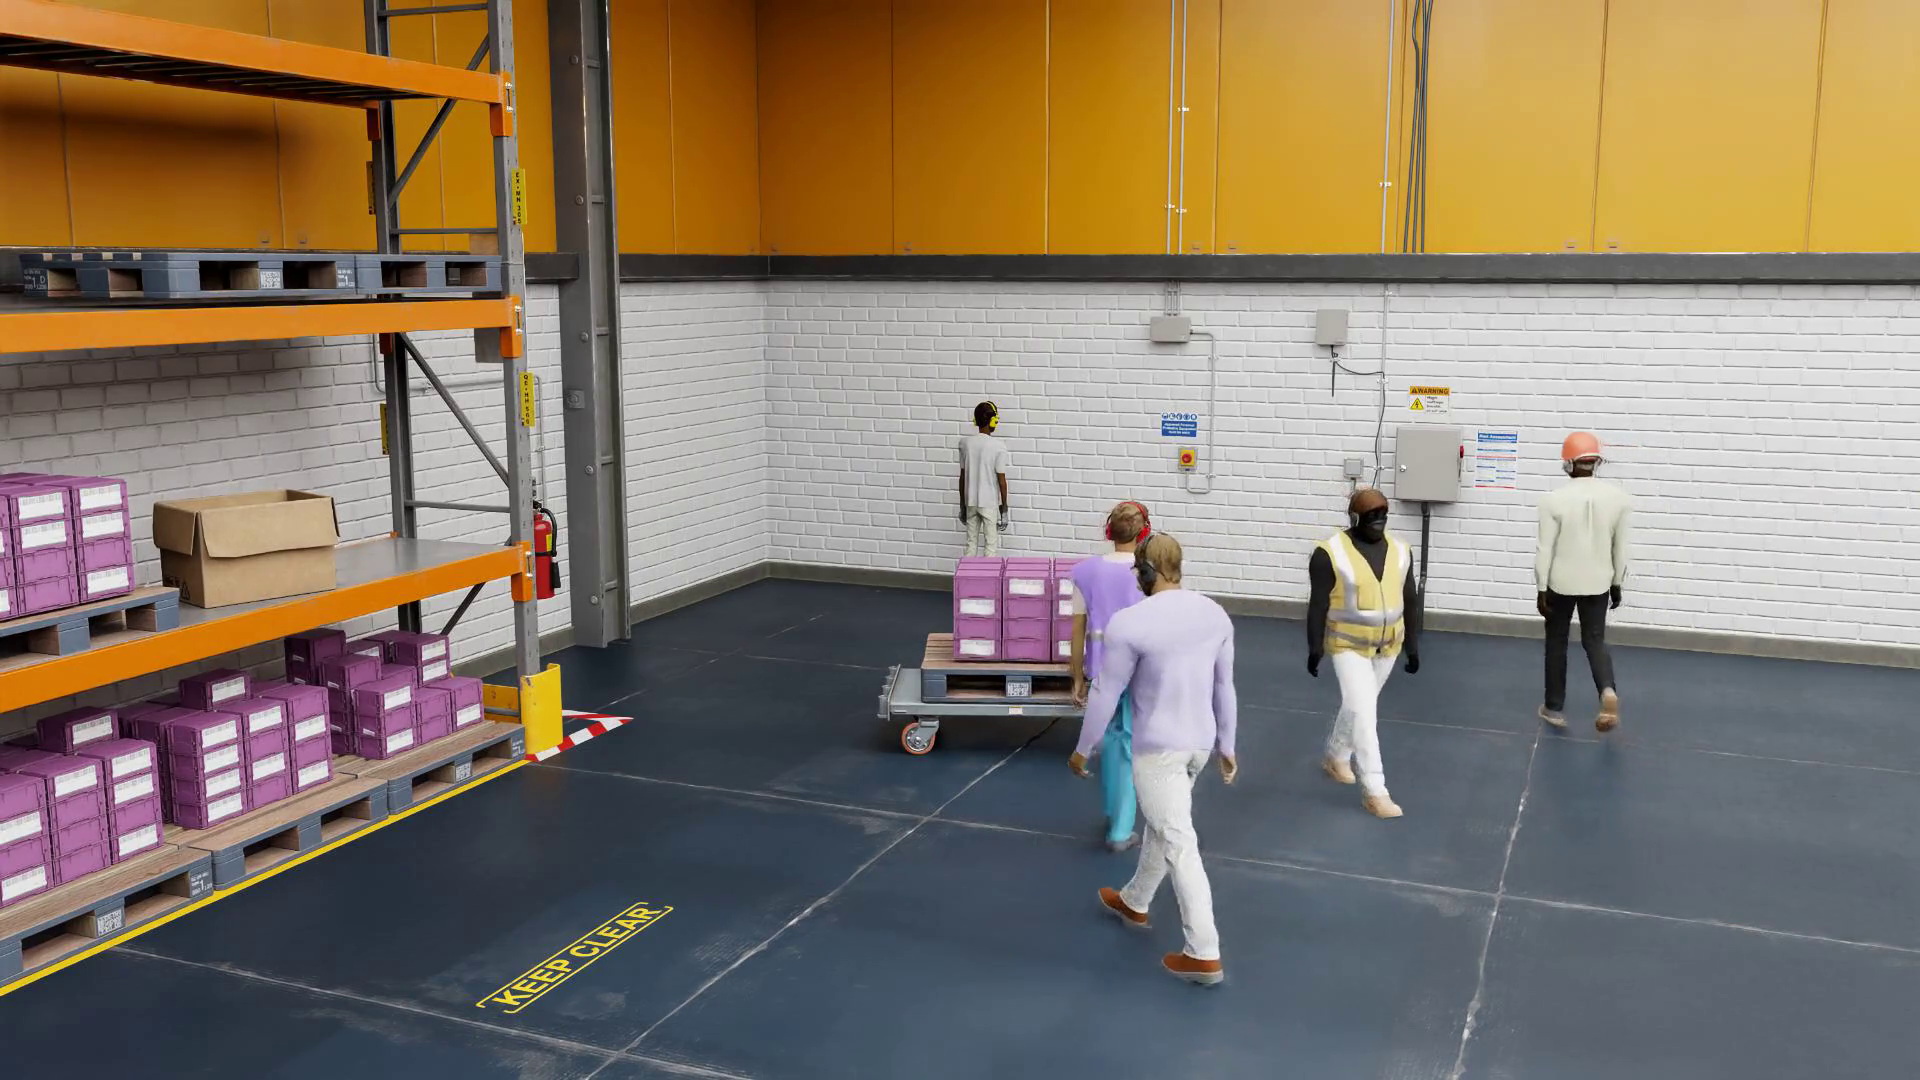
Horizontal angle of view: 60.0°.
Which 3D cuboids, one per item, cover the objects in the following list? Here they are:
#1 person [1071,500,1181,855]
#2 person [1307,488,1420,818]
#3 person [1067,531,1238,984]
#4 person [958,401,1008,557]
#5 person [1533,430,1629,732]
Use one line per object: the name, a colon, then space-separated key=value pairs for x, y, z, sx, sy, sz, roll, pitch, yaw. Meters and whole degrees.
person: x=0.919 y=0.694 z=8.727 sx=0.580 sy=1.825 sz=0.688 roll=5 pitch=11 yaw=27
person: x=2.305 y=0.592 z=9.459 sx=0.639 sy=1.797 sz=0.945 roll=-3 pitch=10 yaw=-18
person: x=0.897 y=0.914 z=7.261 sx=0.663 sy=1.885 sz=0.961 roll=-7 pitch=12 yaw=-37
person: x=0.203 y=-0.284 z=14.571 sx=0.504 sy=1.861 sz=0.329 roll=6 pitch=11 yaw=30
person: x=4.030 y=0.280 z=10.779 sx=0.626 sy=1.977 sz=0.744 roll=0 pitch=9 yaw=-1
